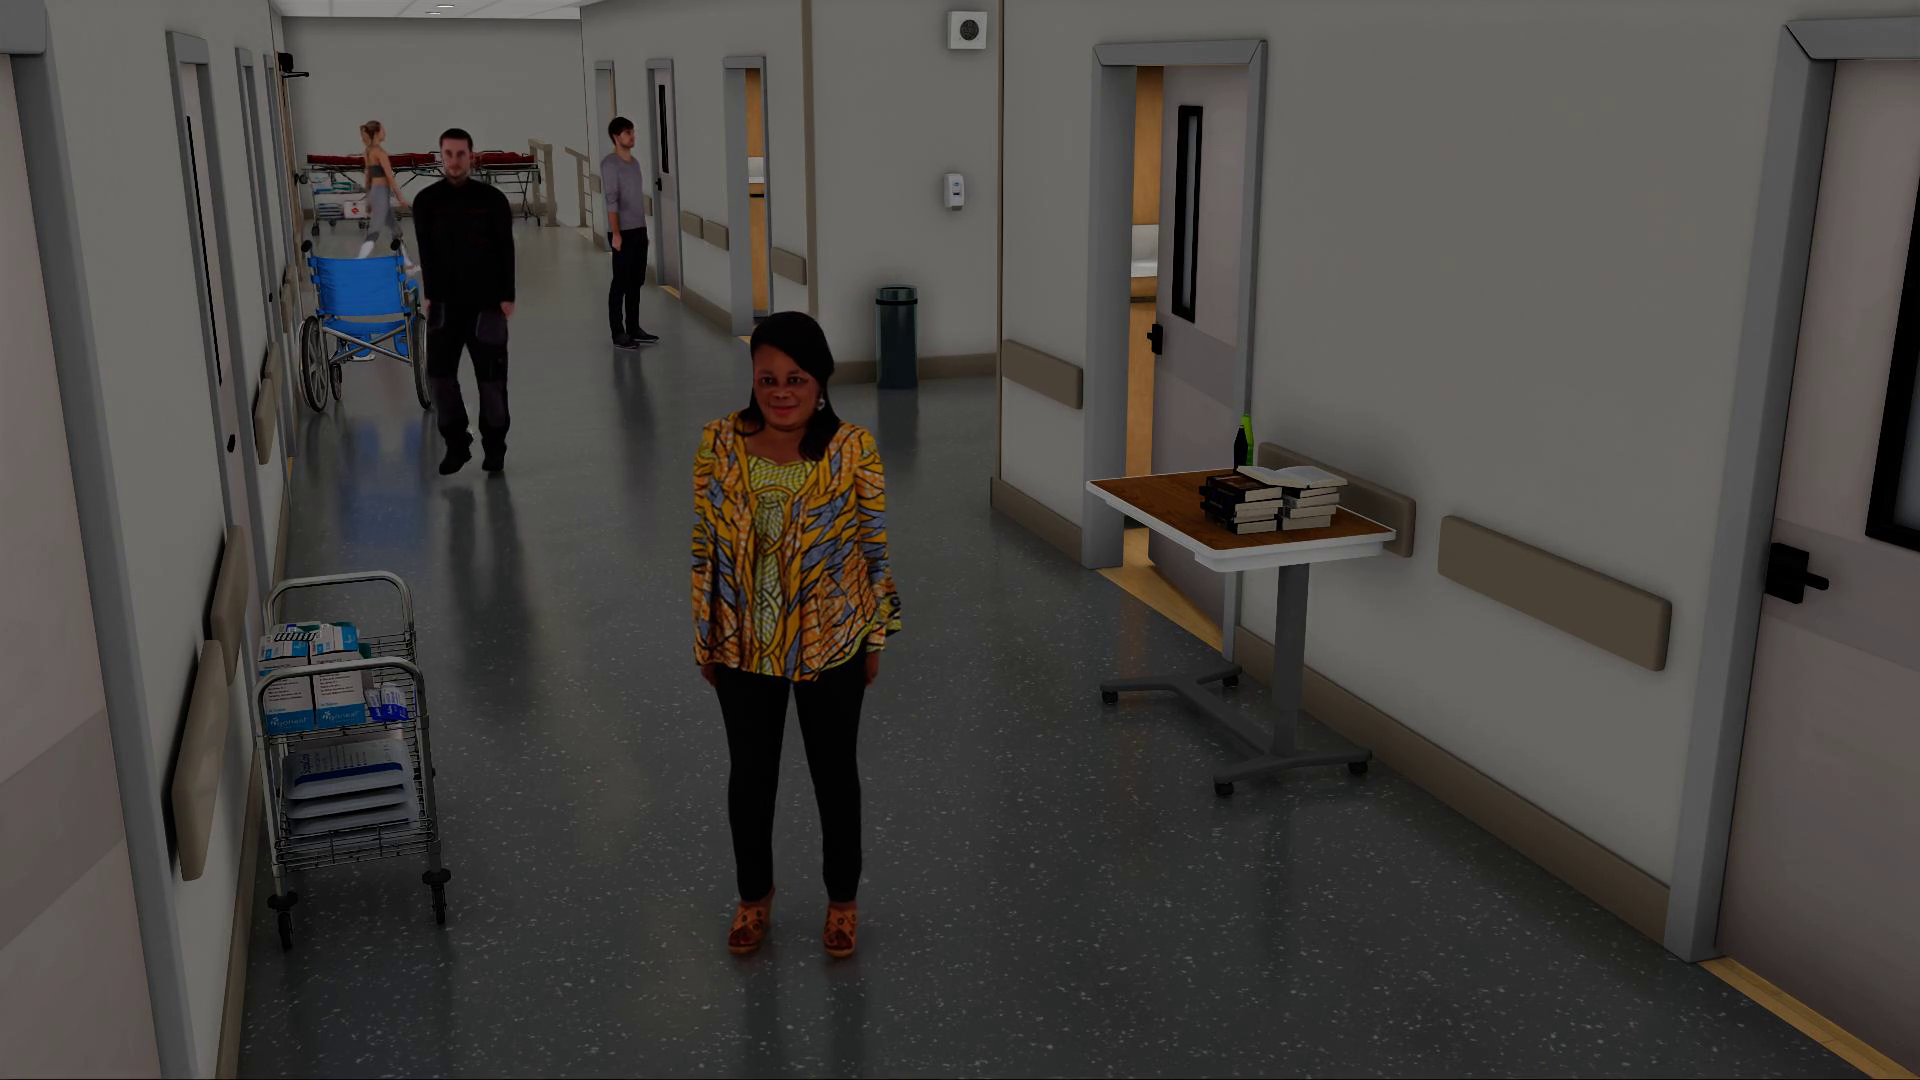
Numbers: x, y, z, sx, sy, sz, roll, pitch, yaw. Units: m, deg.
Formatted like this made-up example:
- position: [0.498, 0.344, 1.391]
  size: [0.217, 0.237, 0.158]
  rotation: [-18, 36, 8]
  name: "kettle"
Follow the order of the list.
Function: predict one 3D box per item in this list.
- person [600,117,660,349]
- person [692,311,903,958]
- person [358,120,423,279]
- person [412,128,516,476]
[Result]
- position: [-2.747, -2.535, 13.681]
  size: [0.793, 1.843, 0.702]
  rotation: [5, 17, 18]
  name: "person"
- position: [-0.419, 0.251, 4.149]
  size: [0.838, 1.654, 0.883]
  rotation: [1, 16, 3]
  name: "person"
- position: [-6.190, -3.528, 17.547]
  size: [0.885, 1.658, 1.134]
  rotation: [-13, 20, -38]
  name: "person"
- position: [-2.731, -1.313, 9.251]
  size: [0.774, 1.896, 0.771]
  rotation: [-1, 16, -5]
  name: "person"
